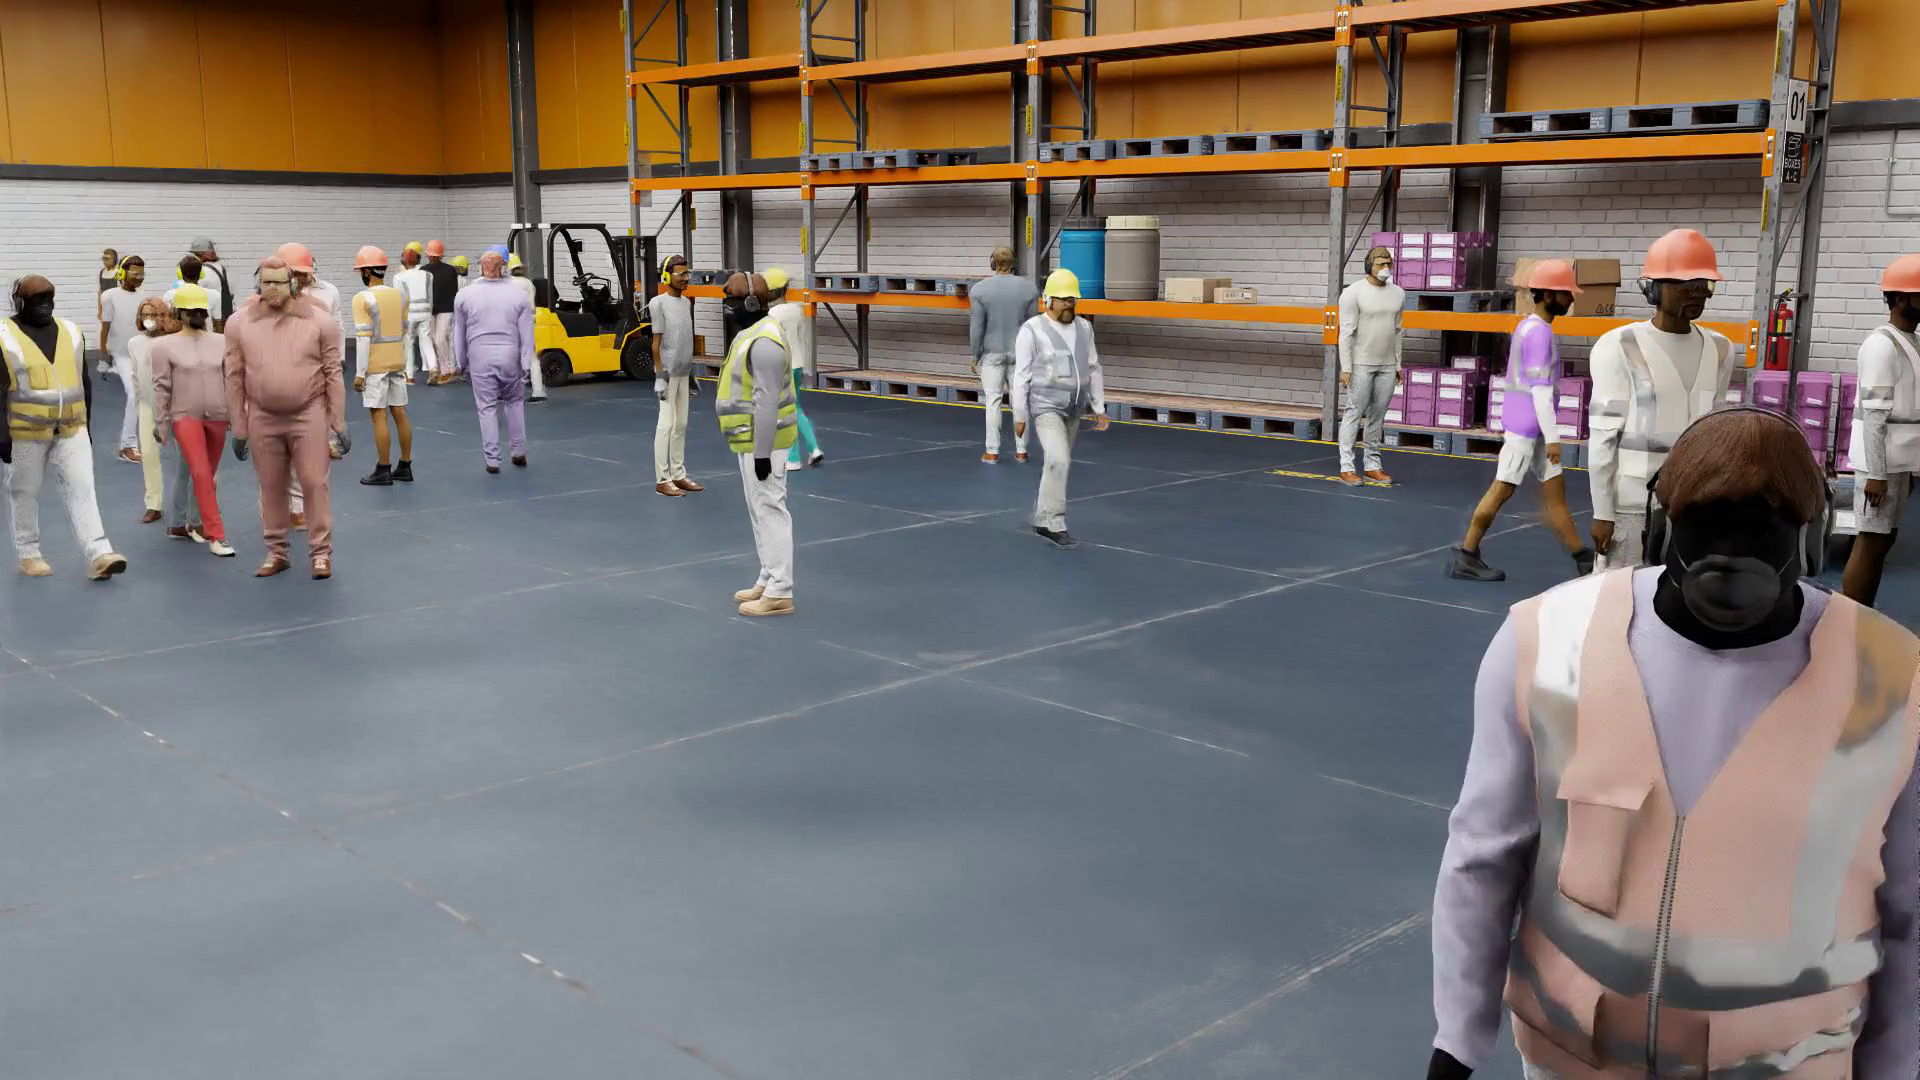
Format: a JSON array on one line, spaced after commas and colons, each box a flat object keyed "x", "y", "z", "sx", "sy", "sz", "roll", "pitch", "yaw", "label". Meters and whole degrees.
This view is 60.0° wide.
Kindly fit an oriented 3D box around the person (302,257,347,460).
[{"x": -5.804, "y": -1.632, "z": 14.847, "sx": 0.685, "sy": 1.884, "sz": 0.592, "roll": -7, "pitch": 12, "yaw": -32, "label": "person"}]

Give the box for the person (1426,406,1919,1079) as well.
[{"x": 0.938, "y": 0.731, "z": 2.237, "sx": 0.627, "sy": 1.798, "sz": 0.923, "roll": 7, "pitch": 12, "yaw": 33, "label": "person"}]

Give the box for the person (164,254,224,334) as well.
[{"x": -7.098, "y": -1.728, "z": 15.495, "sx": 0.517, "sy": 1.853, "sz": 0.694, "roll": -6, "pitch": 12, "yaw": -28, "label": "person"}]

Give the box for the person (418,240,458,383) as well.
[{"x": -7.145, "y": -3.091, "z": 22.626, "sx": 0.651, "sy": 1.952, "sz": 0.605, "roll": 4, "pitch": 11, "yaw": 20, "label": "person"}]

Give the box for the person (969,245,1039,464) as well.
[{"x": 0.388, "y": -1.637, "z": 14.756, "sx": 0.629, "sy": 1.936, "sz": 0.372, "roll": -2, "pitch": 11, "yaw": -10, "label": "person"}]

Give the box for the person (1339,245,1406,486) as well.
[{"x": 3.337, "y": -1.406, "z": 13.489, "sx": 0.633, "sy": 1.938, "sz": 0.356, "roll": -5, "pitch": 12, "yaw": -25, "label": "person"}]

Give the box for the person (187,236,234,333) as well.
[{"x": -8.913, "y": -2.642, "z": 19.949, "sx": 0.752, "sy": 2.000, "sz": 0.696, "roll": 1, "pitch": 10, "yaw": 4, "label": "person"}]

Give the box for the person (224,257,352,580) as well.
[{"x": -3.971, "y": -0.697, "z": 9.796, "sx": 0.679, "sy": 1.888, "sz": 0.592, "roll": -2, "pitch": 11, "yaw": -12, "label": "person"}]

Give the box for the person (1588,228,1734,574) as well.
[{"x": 2.667, "y": -0.147, "z": 6.336, "sx": 0.607, "sy": 2.045, "sz": 0.390, "roll": -3, "pitch": 11, "yaw": -17, "label": "person"}]

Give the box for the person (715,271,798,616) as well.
[{"x": -1.091, "y": -0.517, "z": 8.945, "sx": 0.431, "sy": 1.834, "sz": 0.626, "roll": -2, "pitch": 11, "yaw": -13, "label": "person"}]

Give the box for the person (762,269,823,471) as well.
[{"x": -1.473, "y": -1.448, "z": 14.265, "sx": 0.460, "sy": 1.738, "sz": 0.597, "roll": 4, "pitch": 11, "yaw": 22, "label": "person"}]

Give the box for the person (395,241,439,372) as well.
[{"x": -8.089, "y": -3.462, "z": 24.732, "sx": 0.589, "sy": 1.927, "sz": 0.387, "roll": 3, "pitch": 11, "yaw": 14, "label": "person"}]

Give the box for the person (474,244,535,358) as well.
[{"x": -4.801, "y": -2.134, "z": 17.494, "sx": 0.613, "sy": 1.926, "sz": 0.479, "roll": -8, "pitch": 13, "yaw": -38, "label": "person"}]

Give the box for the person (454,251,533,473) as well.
[{"x": -4.020, "y": -1.531, "z": 14.353, "sx": 0.647, "sy": 1.881, "sz": 0.752, "roll": -3, "pitch": 11, "yaw": -18, "label": "person"}]

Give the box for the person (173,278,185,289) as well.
[{"x": -11.529, "y": -3.398, "z": 25.034, "sx": 0.594, "sy": 1.681, "sz": 0.543, "roll": 10, "pitch": 14, "yaw": 42, "label": "person"}]

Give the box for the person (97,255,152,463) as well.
[{"x": -7.353, "y": -1.605, "z": 14.827, "sx": 0.630, "sy": 1.841, "sz": 0.541, "roll": 5, "pitch": 11, "yaw": 25, "label": "person"}]

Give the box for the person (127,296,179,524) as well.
[{"x": -5.690, "y": -0.958, "z": 11.987, "sx": 0.505, "sy": 1.601, "sz": 0.801, "roll": 1, "pitch": 10, "yaw": 4, "label": "person"}]

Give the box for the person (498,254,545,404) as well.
[{"x": -5.382, "y": -2.523, "z": 19.962, "sx": 0.887, "sy": 1.790, "sz": 0.590, "roll": 4, "pitch": 11, "yaw": 23, "label": "person"}]

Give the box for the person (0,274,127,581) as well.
[{"x": -5.304, "y": -0.636, "z": 9.684, "sx": 0.956, "sy": 1.789, "sz": 0.657, "roll": 8, "pitch": 13, "yaw": 36, "label": "person"}]

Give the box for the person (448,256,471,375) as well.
[{"x": -7.262, "y": -3.245, "z": 24.124, "sx": 0.505, "sy": 1.723, "sz": 0.436, "roll": 6, "pitch": 12, "yaw": 30, "label": "person"}]

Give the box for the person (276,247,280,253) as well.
[{"x": -7.198, "y": -2.241, "z": 18.079, "sx": 0.468, "sy": 1.923, "sz": 0.647, "roll": -3, "pitch": 11, "yaw": -14, "label": "person"}]

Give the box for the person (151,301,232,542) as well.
[{"x": -5.063, "y": -0.790, "z": 11.024, "sx": 0.574, "sy": 1.605, "sz": 0.492, "roll": 2, "pitch": 11, "yaw": 10, "label": "person"}]

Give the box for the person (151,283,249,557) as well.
[{"x": -4.890, "y": -0.786, "z": 10.710, "sx": 0.905, "sy": 1.722, "sz": 0.533, "roll": 9, "pitch": 14, "yaw": 41, "label": "person"}]

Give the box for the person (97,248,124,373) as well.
[{"x": -12.469, "y": -3.387, "z": 24.585, "sx": 0.524, "sy": 1.834, "sz": 0.615, "roll": 2, "pitch": 11, "yaw": 13, "label": "person"}]

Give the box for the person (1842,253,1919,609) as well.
[{"x": 4.394, "y": -0.368, "z": 7.832, "sx": 0.357, "sy": 1.937, "sz": 0.550, "roll": 9, "pitch": 14, "yaw": 41, "label": "person"}]

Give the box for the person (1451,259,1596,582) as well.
[{"x": 3.370, "y": -0.664, "z": 9.597, "sx": 1.016, "sy": 1.877, "sz": 0.577, "roll": 3, "pitch": 11, "yaw": 18, "label": "person"}]

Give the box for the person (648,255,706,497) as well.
[{"x": -2.216, "y": -1.283, "z": 13.006, "sx": 0.326, "sy": 1.874, "sz": 0.518, "roll": 5, "pitch": 11, "yaw": 24, "label": "person"}]

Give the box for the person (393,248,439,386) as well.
[{"x": -7.303, "y": -2.989, "z": 22.365, "sx": 0.558, "sy": 1.855, "sz": 0.841, "roll": -8, "pitch": 13, "yaw": -36, "label": "person"}]

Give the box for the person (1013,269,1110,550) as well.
[{"x": 0.694, "y": -0.844, "z": 10.803, "sx": 0.589, "sy": 1.802, "sz": 0.692, "roll": -8, "pitch": 13, "yaw": -39, "label": "person"}]

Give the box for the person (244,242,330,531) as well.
[{"x": -4.559, "y": -1.035, "z": 11.372, "sx": 0.442, "sy": 1.968, "sz": 0.631, "roll": 9, "pitch": 14, "yaw": 40, "label": "person"}]

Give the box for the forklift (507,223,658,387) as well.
[{"x": -5.316, "y": -3.263, "z": 22.920, "sx": 2.313, "sy": 2.155, "sz": 1.214, "roll": -10, "pitch": 14, "yaw": -44, "label": "forklift"}]

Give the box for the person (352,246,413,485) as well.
[{"x": -4.710, "y": -1.410, "z": 13.512, "sx": 0.358, "sy": 1.938, "sz": 0.542, "roll": 5, "pitch": 12, "yaw": 26, "label": "person"}]
